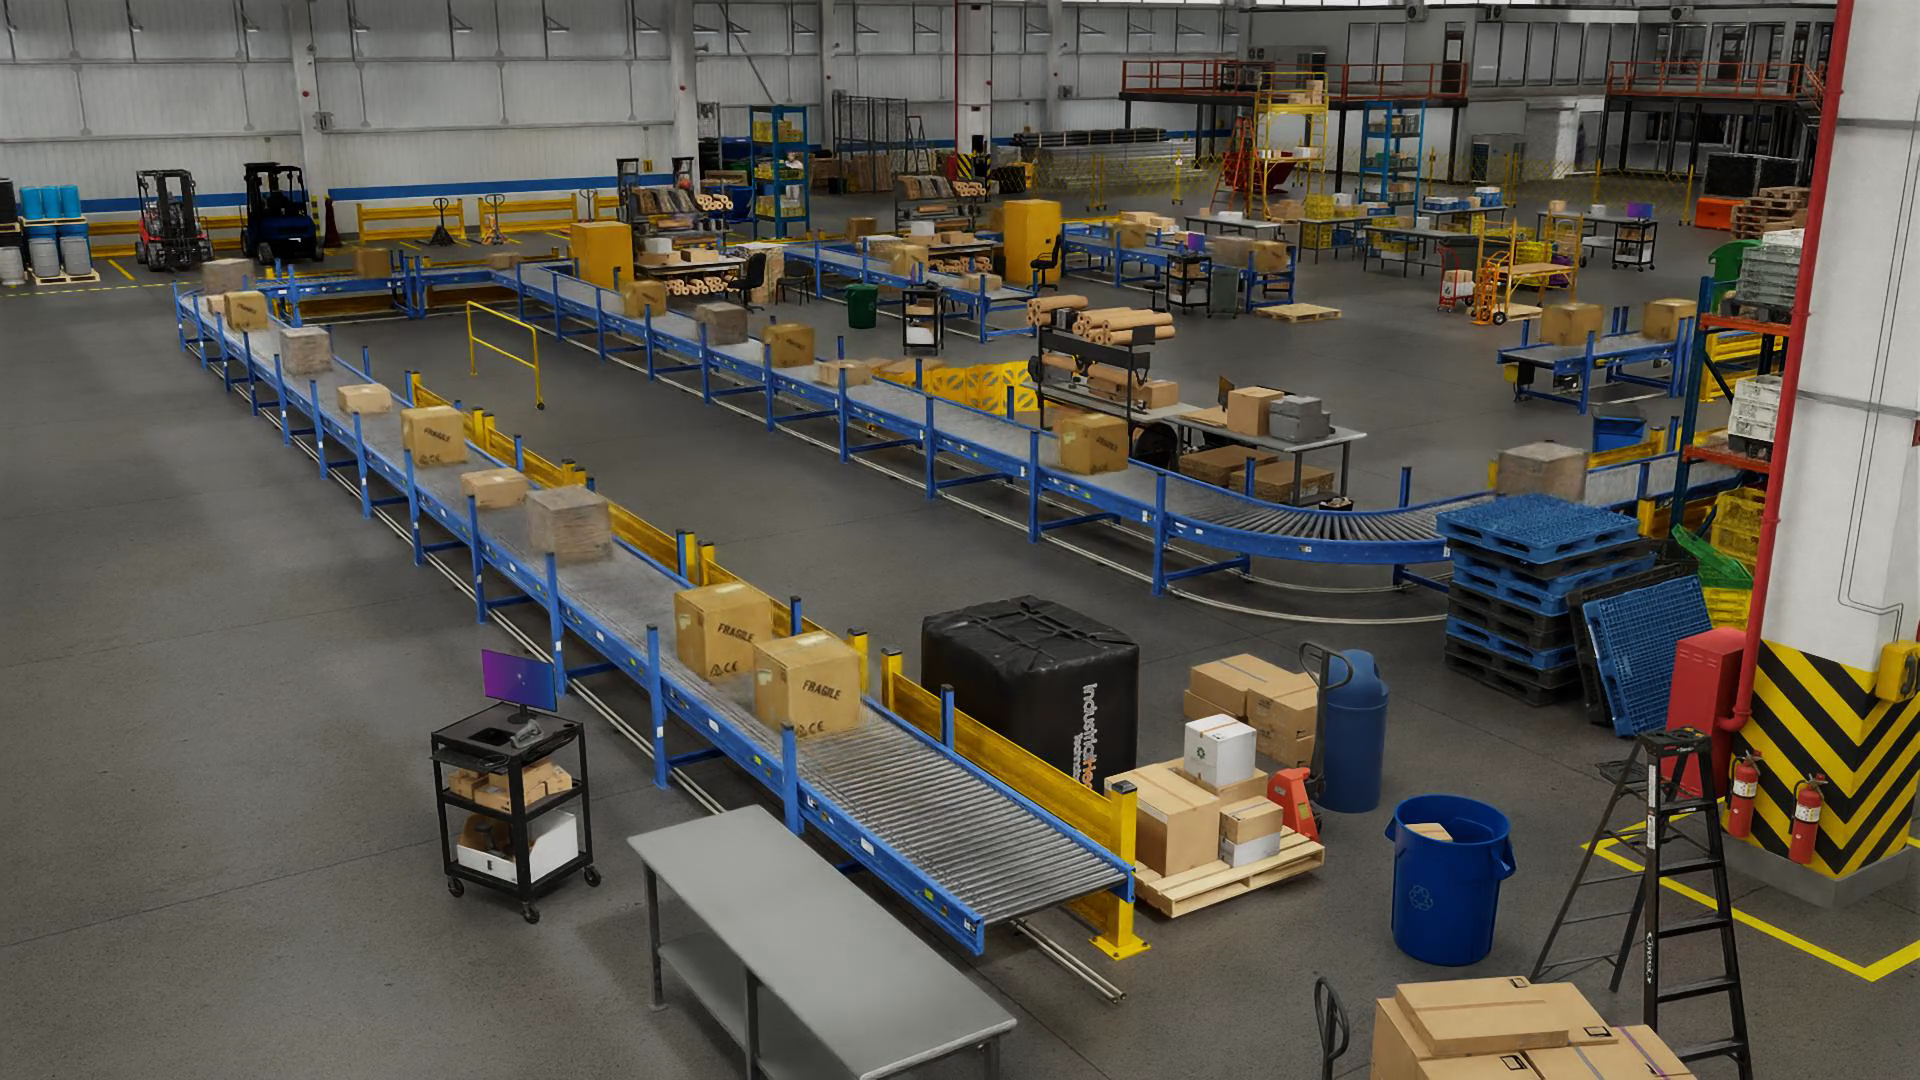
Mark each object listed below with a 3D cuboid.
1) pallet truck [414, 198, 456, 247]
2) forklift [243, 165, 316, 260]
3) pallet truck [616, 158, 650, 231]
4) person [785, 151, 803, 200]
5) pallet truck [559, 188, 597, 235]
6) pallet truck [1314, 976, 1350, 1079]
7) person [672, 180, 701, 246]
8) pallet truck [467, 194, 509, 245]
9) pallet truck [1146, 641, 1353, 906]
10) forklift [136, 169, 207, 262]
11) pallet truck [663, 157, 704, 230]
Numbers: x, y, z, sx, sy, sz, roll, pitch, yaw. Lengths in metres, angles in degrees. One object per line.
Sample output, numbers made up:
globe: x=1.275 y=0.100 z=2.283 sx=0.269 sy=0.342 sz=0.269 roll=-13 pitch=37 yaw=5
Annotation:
pallet truck: x=-13.250 y=-8.060 z=41.856 sx=0.680 sy=1.201 sz=1.601 roll=-10 pitch=20 yaw=-31
forklift: x=-15.898 y=-7.669 z=38.708 sx=1.157 sy=1.987 sz=2.680 roll=-11 pitch=20 yaw=-33
pallet truck: x=-8.918 y=-9.176 z=44.255 sx=0.823 sy=1.965 sz=1.885 roll=-9 pitch=19 yaw=-27
person: x=-4.874 y=-10.311 z=48.240 sx=0.639 sy=1.883 sz=0.602 roll=0 pitch=17 yaw=-1
pallet truck: x=-10.010 y=-8.652 z=43.699 sx=0.653 sy=1.274 sz=1.630 roll=-10 pitch=20 yaw=-31
pallet truck: x=2.299 y=2.390 z=7.086 sx=1.601 sy=1.201 sz=0.680 roll=-2 pitch=17 yaw=-7
person: x=-6.018 y=-6.923 z=36.710 sx=0.631 sy=2.020 sz=0.540 roll=5 pitch=17 yaw=15
pallet truck: x=-11.983 y=-8.177 z=42.137 sx=0.704 sy=1.261 sz=1.522 roll=-11 pitch=20 yaw=-33
pallet truck: x=1.664 y=1.407 z=10.232 sx=1.630 sy=1.274 sz=0.653 roll=-10 pitch=20 yaw=-31
forklift: x=-17.842 y=-7.318 z=37.559 sx=1.157 sy=1.987 sz=2.680 roll=-10 pitch=20 yaw=-31
pallet truck: x=-7.586 y=-9.308 z=44.692 sx=0.823 sy=1.965 sz=1.885 roll=-11 pitch=20 yaw=-33
